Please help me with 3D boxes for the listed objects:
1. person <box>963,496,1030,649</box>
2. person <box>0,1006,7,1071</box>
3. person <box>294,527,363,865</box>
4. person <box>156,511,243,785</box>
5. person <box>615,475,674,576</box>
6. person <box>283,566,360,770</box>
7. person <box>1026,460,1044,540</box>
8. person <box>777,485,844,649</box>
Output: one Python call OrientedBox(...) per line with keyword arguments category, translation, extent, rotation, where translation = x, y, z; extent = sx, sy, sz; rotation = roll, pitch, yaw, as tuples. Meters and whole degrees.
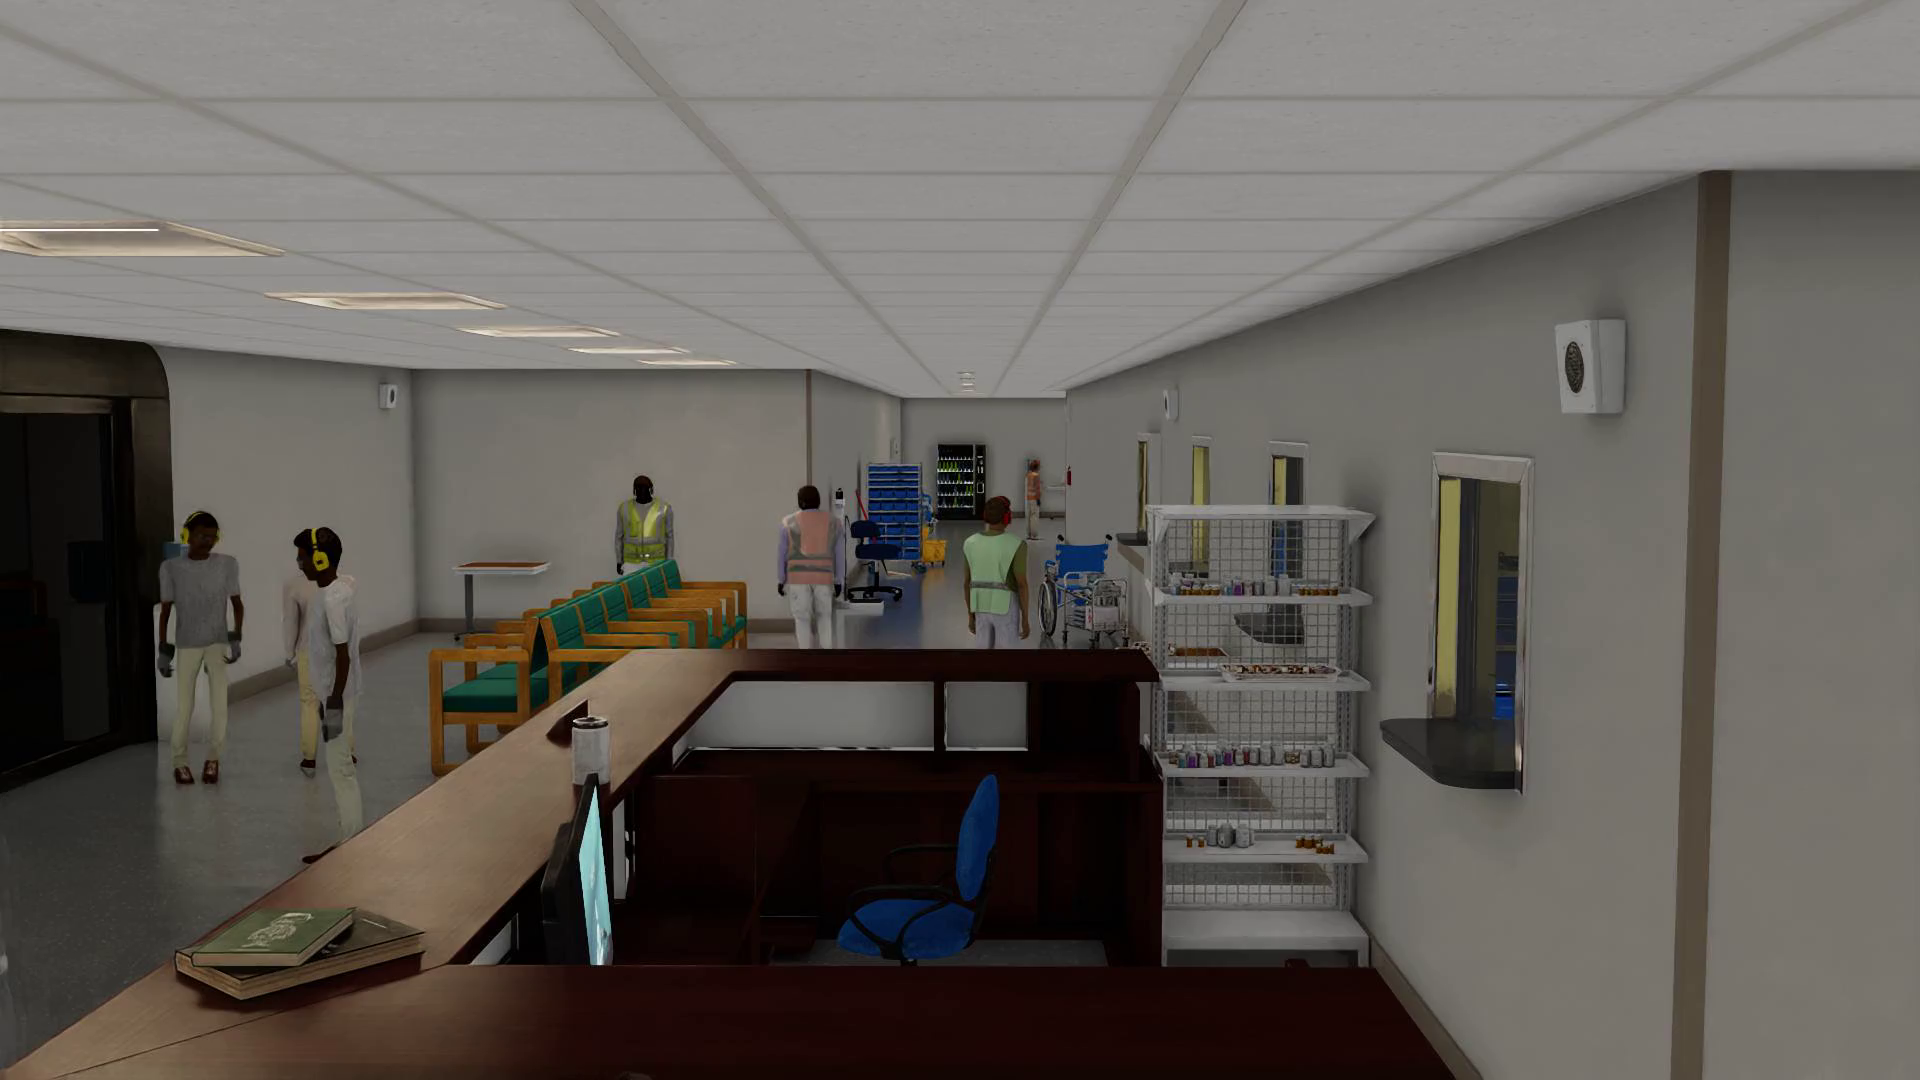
OrientedBox(category="person", translation=(0.279, 0.582, 12.836), extent=(0.565, 1.849, 0.389), rotation=(3, 5, 32))
OrientedBox(category="person", translation=(-2.360, 1.225, 3.455), extent=(0.568, 1.894, 0.903), rotation=(0, 4, -1))
OrientedBox(category="person", translation=(-3.356, 0.858, 8.863), extent=(0.333, 1.865, 0.520), rotation=(-2, 4, -21))
OrientedBox(category="person", translation=(-5.070, 0.726, 11.103), extent=(0.523, 1.837, 0.534), rotation=(-3, 5, -34))
OrientedBox(category="person", translation=(-3.411, 0.220, 17.971), extent=(0.635, 1.842, 0.429), rotation=(0, 4, -5))
OrientedBox(category="person", translation=(-4.429, 0.780, 11.555), extent=(0.498, 1.634, 0.281), rotation=(-2, 4, -21))
OrientedBox(category="person", translation=(1.509, -0.815, 33.886), extent=(0.314, 1.642, 0.514), rotation=(-1, 4, -17))
OrientedBox(category="person", translation=(-1.428, 0.385, 15.865), extent=(0.625, 1.818, 0.444), rotation=(-1, 4, -16))
